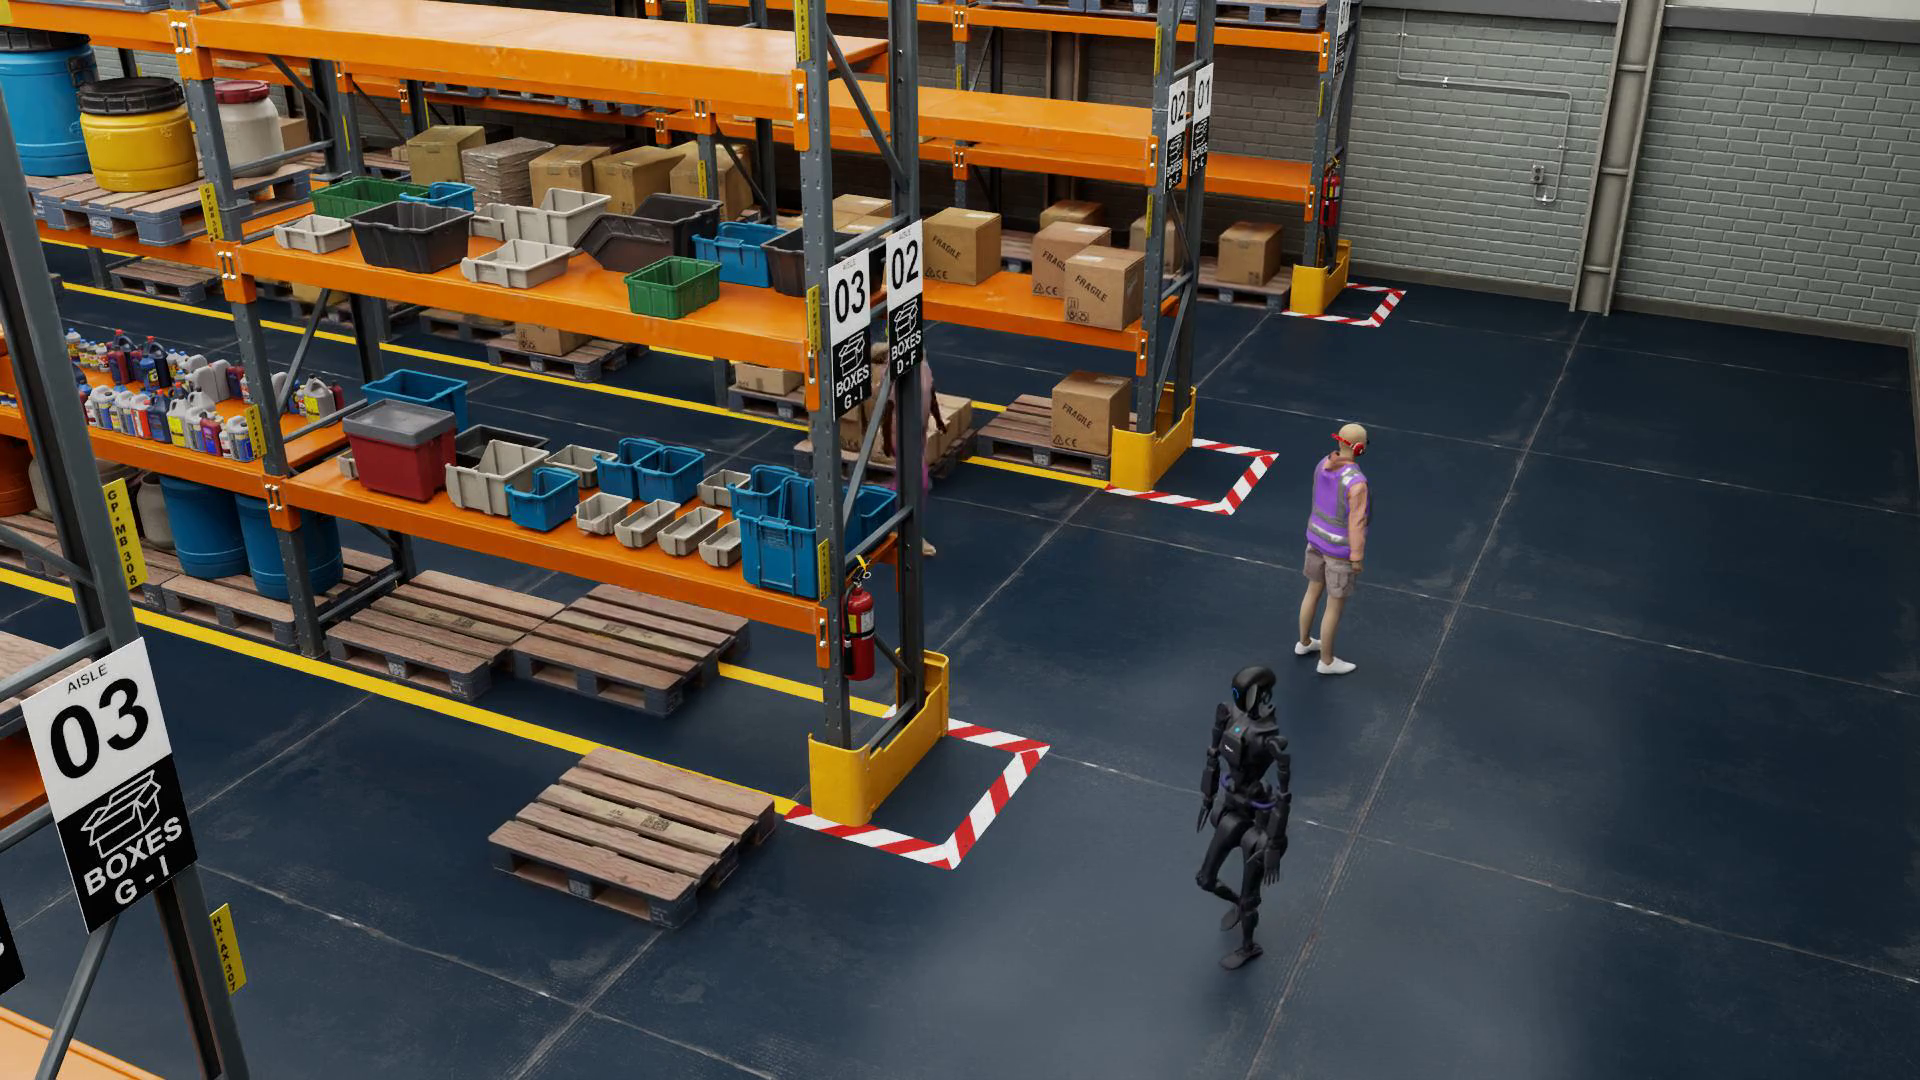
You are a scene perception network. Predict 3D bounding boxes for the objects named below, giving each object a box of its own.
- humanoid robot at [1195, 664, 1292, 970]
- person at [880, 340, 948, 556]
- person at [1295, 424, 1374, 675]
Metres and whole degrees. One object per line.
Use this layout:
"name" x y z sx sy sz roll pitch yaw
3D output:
"humanoid robot" 1.404 1.337 8.012 0.392 1.648 0.588 -16 31 -30
"person" -0.311 -0.757 12.135 0.653 1.781 0.530 12 29 23
"person" 2.388 0.051 10.603 0.349 1.688 0.491 -11 28 -21
